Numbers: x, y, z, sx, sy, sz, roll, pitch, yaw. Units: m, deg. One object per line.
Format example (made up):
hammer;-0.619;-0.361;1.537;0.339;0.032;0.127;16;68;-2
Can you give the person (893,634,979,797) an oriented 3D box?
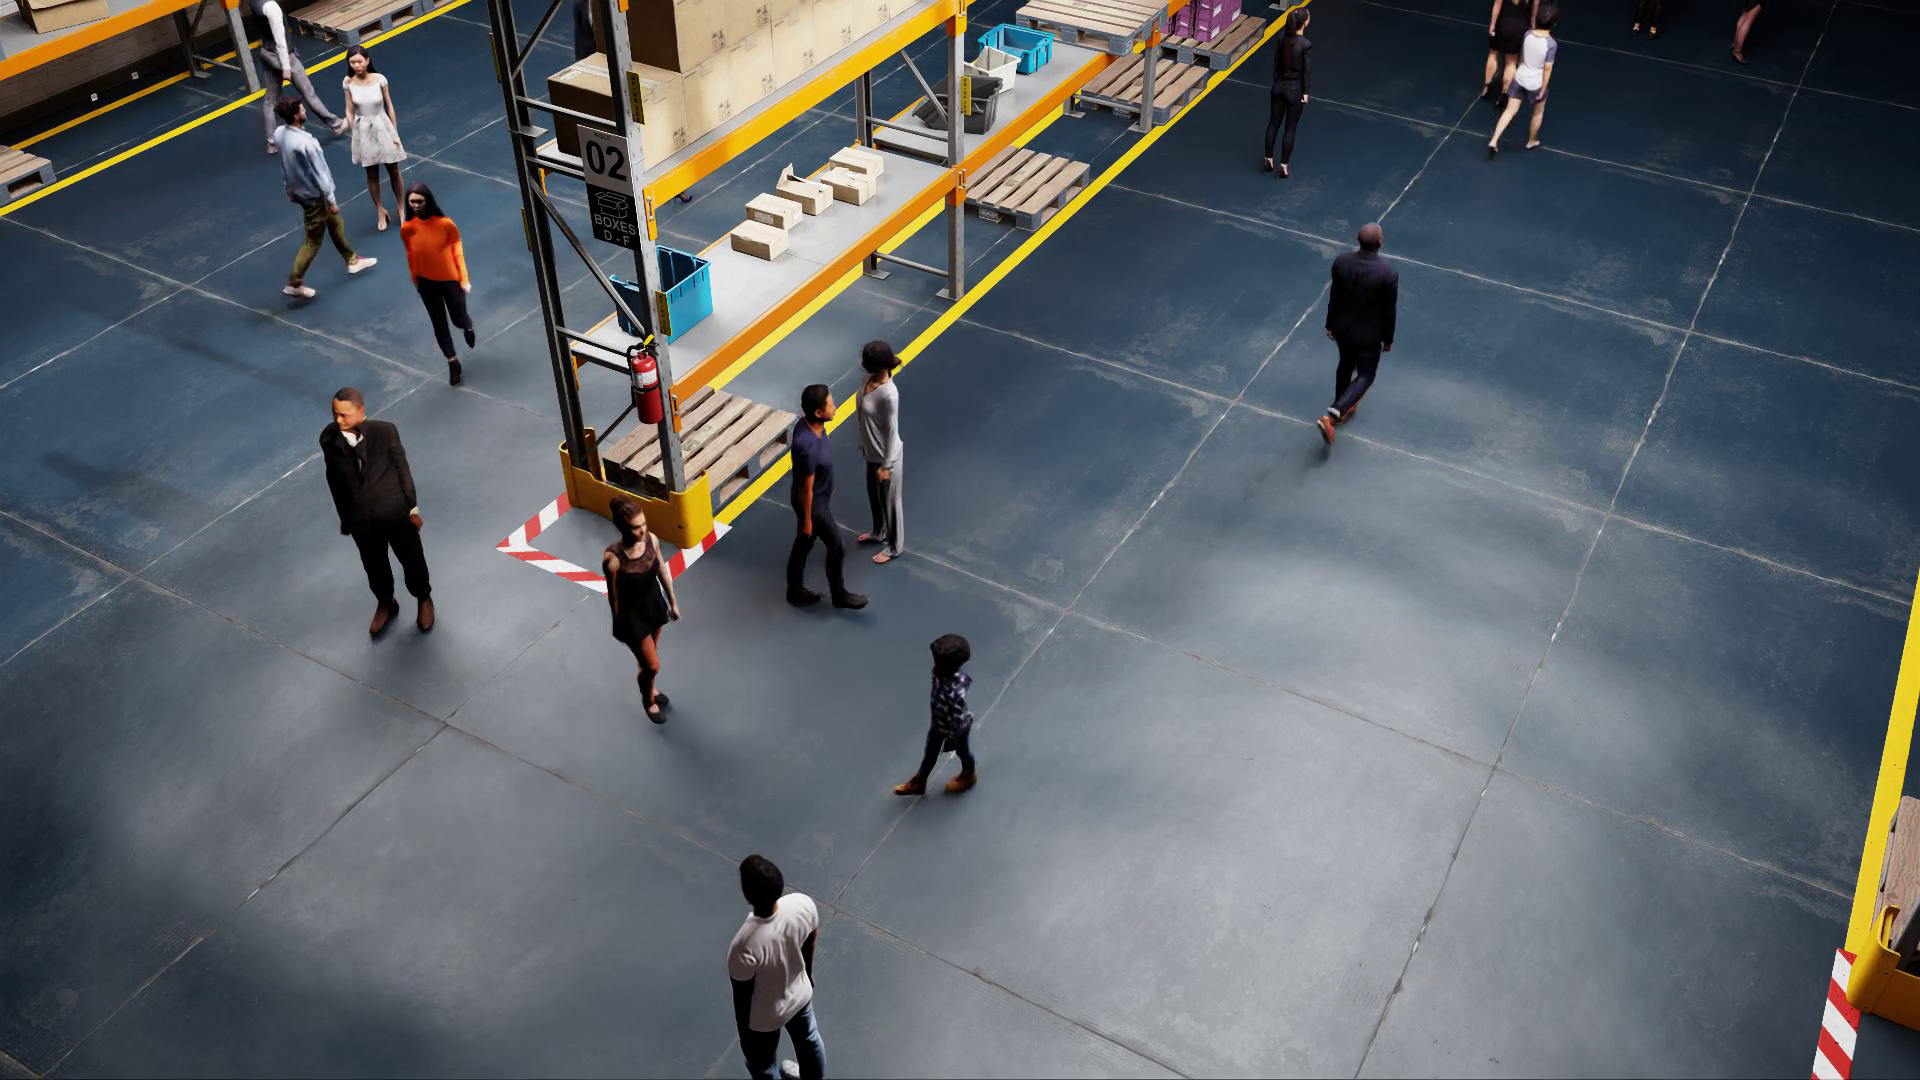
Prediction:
person;-0.007;1.044;9.900;0.848;1.231;0.716;-20;43;-23

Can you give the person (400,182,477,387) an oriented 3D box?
person;-4.182;-2.119;13.455;0.853;1.738;0.958;-1;39;-1

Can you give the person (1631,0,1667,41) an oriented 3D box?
person;8.077;-6.536;19.196;0.594;1.476;0.530;24;44;27

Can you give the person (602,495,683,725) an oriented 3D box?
person;-2.050;0.397;10.364;0.673;1.664;0.587;27;46;29

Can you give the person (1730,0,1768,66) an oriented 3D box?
person;8.947;-6.204;18.595;0.680;1.706;0.493;12;40;15

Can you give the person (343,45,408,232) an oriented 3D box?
person;-5.425;-3.729;15.441;0.772;1.774;0.834;-10;40;-13

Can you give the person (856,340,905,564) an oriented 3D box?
person;-0.542;-0.635;11.567;0.713;1.775;0.683;-17;42;-20

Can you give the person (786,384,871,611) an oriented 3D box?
person;-1.070;-0.254;11.097;0.964;1.766;0.921;-1;39;-2

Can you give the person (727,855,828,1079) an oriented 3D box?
person;-0.878;2.185;7.966;0.783;1.862;0.593;32;48;33

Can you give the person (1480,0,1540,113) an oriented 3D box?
person;5.830;-5.339;17.516;0.785;1.702;0.810;4;39;5

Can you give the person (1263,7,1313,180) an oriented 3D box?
person;3.222;-4.391;16.322;0.620;1.710;0.572;32;48;34

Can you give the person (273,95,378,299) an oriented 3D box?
person;-5.716;-2.939;14.457;1.264;1.769;0.924;-31;48;-33

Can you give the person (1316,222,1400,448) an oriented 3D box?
person;3.000;-1.544;12.686;0.854;1.798;1.089;30;47;32

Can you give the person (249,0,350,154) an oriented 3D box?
person;-6.913;-4.798;16.685;0.867;1.893;1.270;31;48;33

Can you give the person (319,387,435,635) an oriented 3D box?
person;-3.818;-0.209;10.930;0.796;1.904;0.809;-2;39;-3

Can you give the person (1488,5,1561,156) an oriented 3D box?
person;5.694;-4.597;16.719;1.043;1.537;0.745;-31;48;-33
